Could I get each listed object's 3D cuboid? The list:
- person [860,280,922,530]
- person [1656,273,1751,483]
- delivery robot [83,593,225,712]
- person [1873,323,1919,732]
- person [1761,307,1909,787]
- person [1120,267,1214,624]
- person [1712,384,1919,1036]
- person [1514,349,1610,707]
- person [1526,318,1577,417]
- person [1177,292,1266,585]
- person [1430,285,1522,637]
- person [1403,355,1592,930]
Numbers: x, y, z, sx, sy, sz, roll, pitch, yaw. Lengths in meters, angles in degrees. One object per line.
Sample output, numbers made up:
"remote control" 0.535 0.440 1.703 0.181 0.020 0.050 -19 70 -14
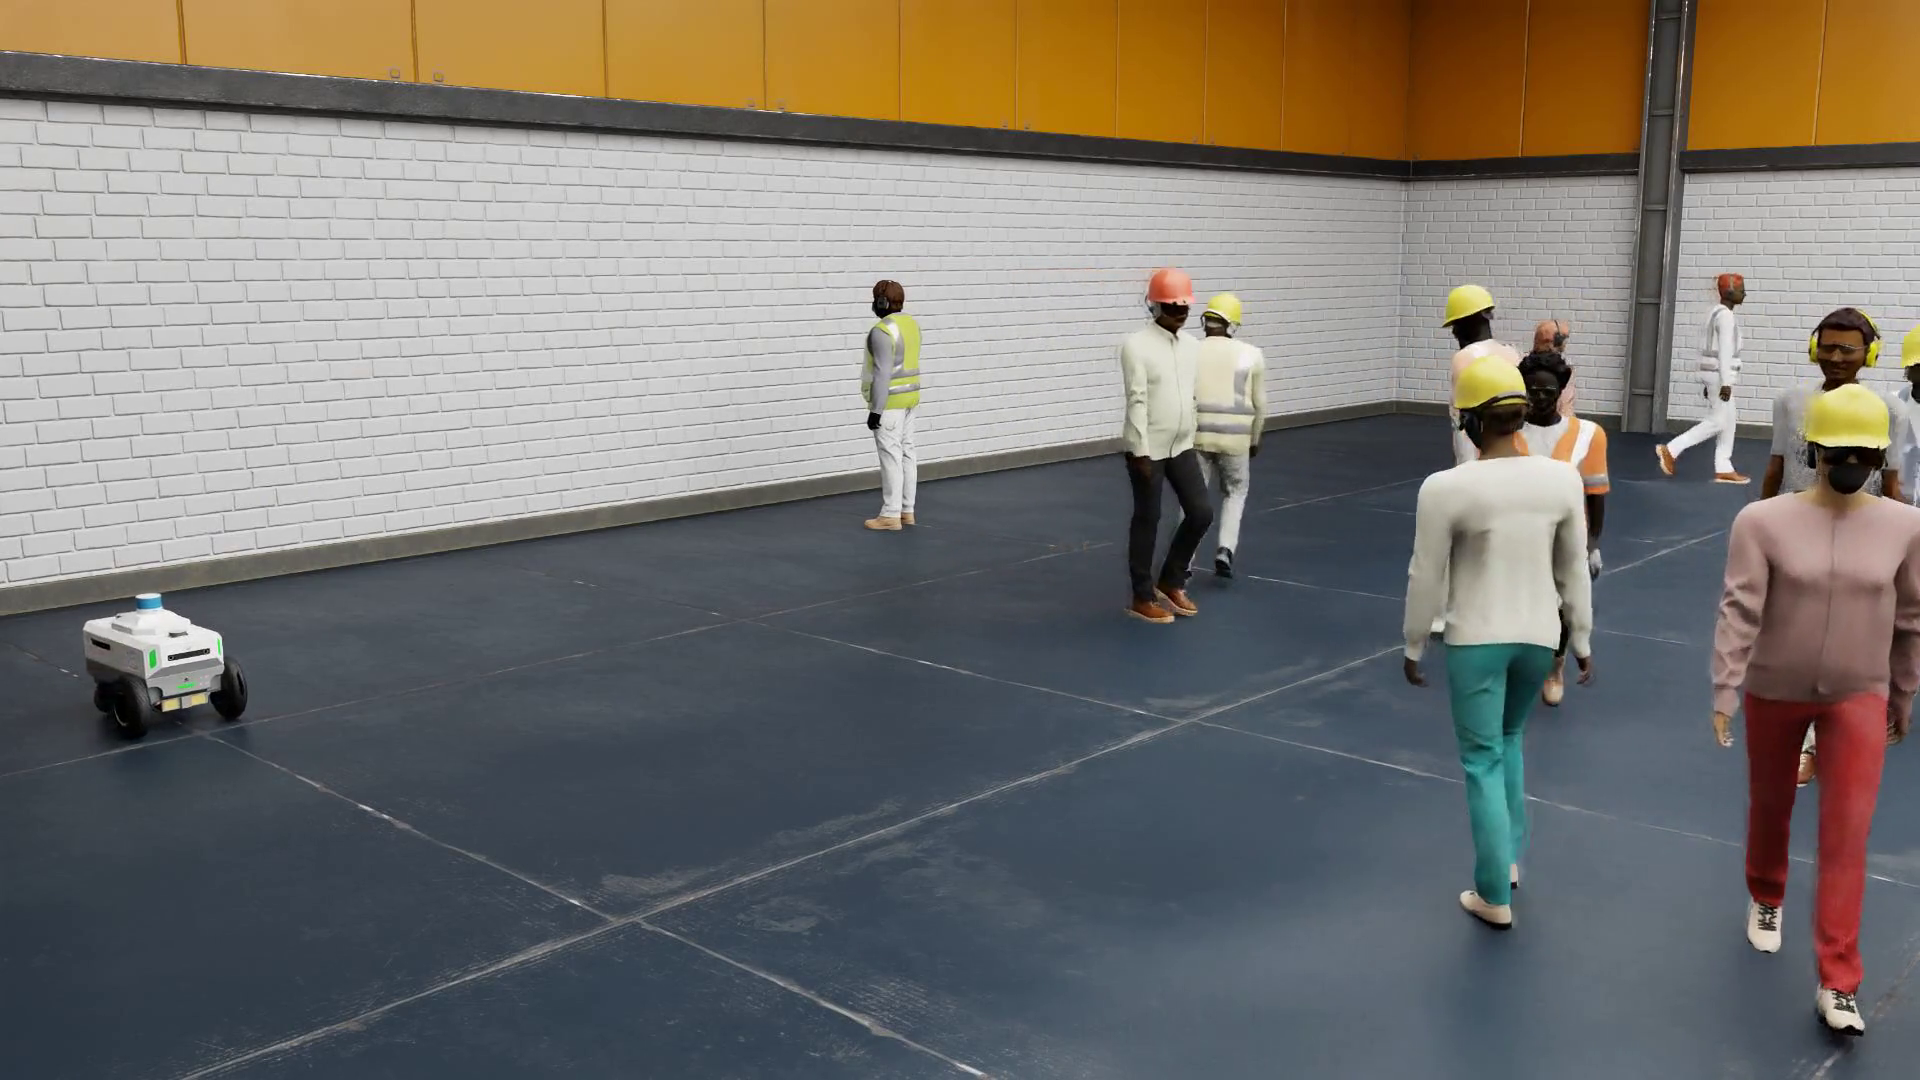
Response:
"person" -0.521 -0.997 12.326 0.430 1.845 0.619 4 11 23
"person" 6.621 -1.420 14.680 0.716 1.862 0.584 4 11 20
"delivery robot" -3.554 0.479 7.317 0.707 0.478 0.477 9 13 40
"person" 4.312 -0.076 7.283 0.857 1.785 0.610 -9 13 -41
"person" 3.401 0.013 6.529 0.616 1.851 0.543 -9 14 -43
"person" 1.118 -0.501 9.138 0.614 1.971 0.482 -8 12 -37
"person" 2.367 0.423 4.605 0.541 1.713 0.931 4 11 21
"person" 2.515 -0.001 7.219 0.530 1.671 0.813 4 11 19
"person" 3.899 -0.693 11.255 0.757 1.609 0.517 -1 10 -8
"person" 1.569 -0.617 10.244 0.604 1.802 0.433 3 10 16
"person" 2.683 -0.386 8.736 0.612 1.872 0.741 -8 13 -39
"person" 1.646 0.305 5.170 0.556 1.738 0.563 -2 10 -9
